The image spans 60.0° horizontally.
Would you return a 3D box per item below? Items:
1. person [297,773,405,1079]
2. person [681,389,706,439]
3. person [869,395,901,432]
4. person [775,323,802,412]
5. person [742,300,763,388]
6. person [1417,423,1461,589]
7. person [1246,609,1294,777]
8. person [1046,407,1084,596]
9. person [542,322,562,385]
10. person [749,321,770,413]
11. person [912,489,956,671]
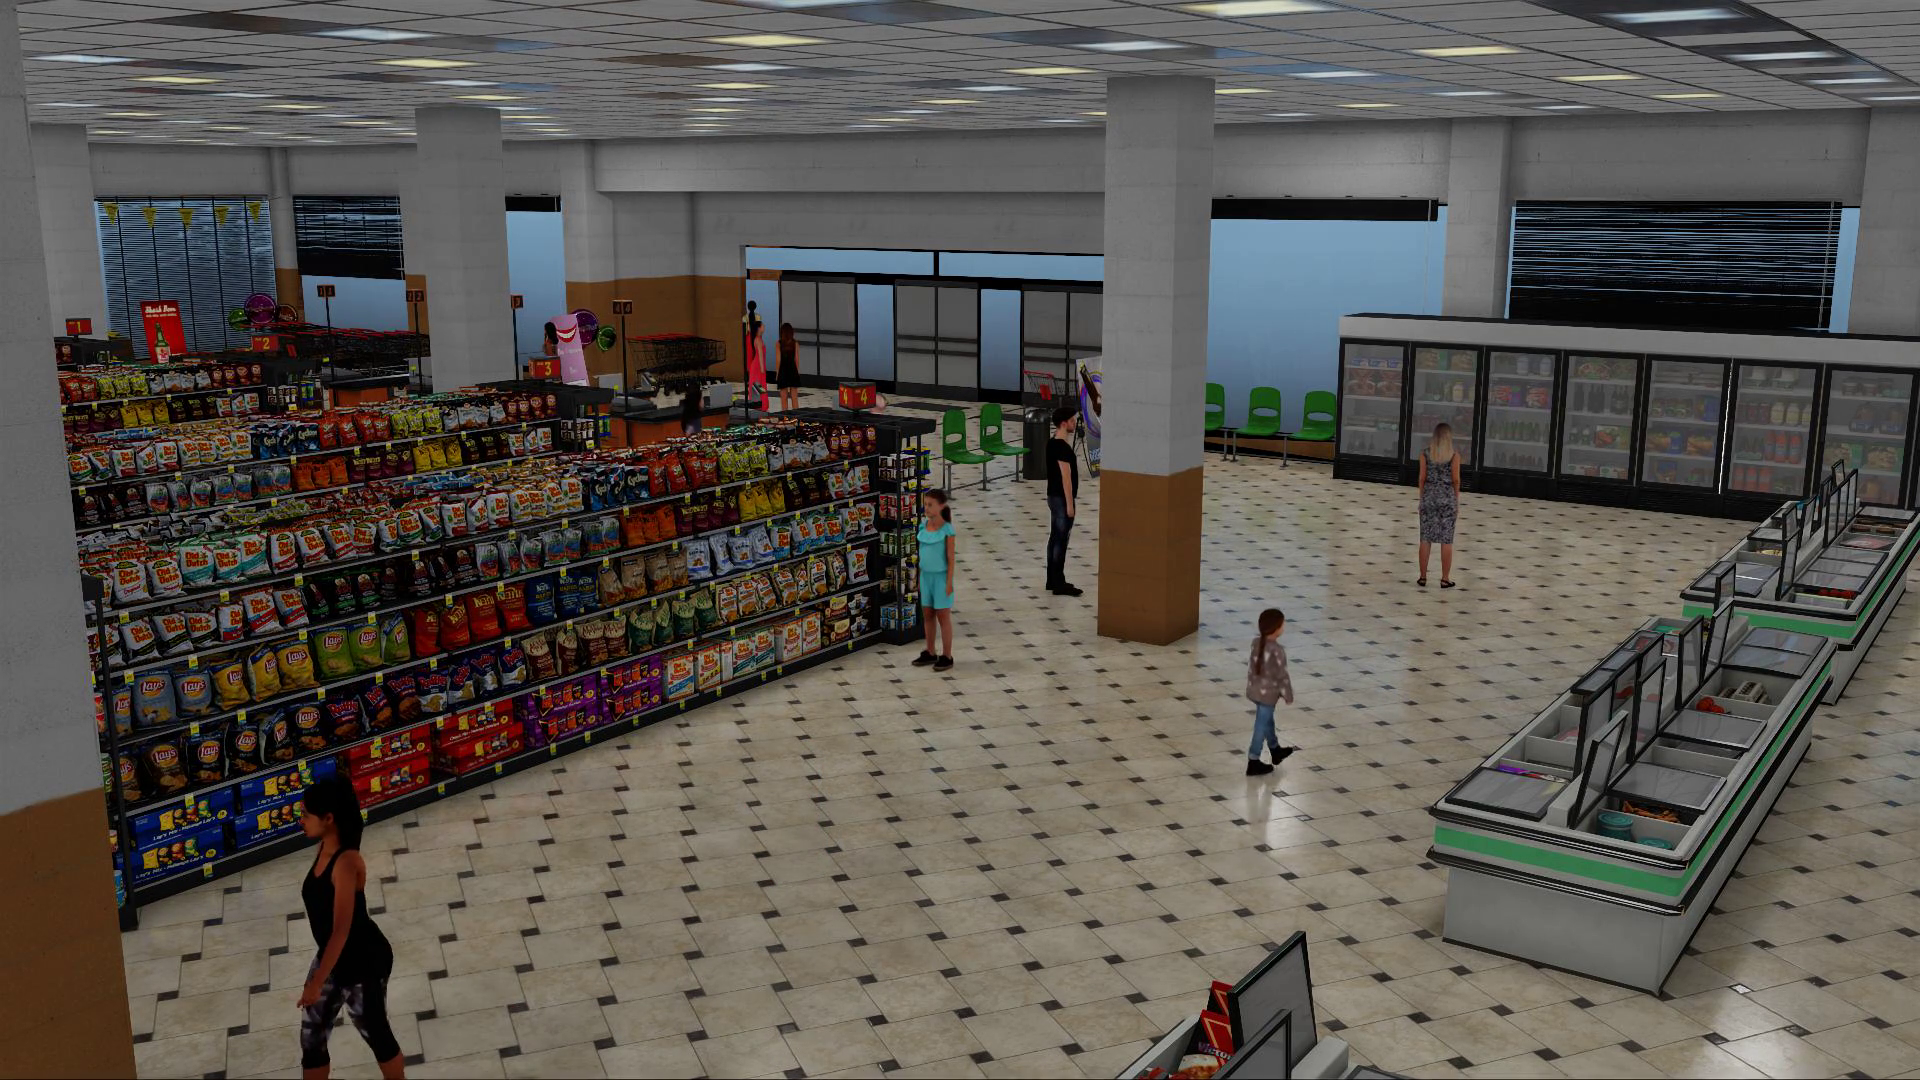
[{"bbox_3d":[-2.517,1.779,7.089,0.890,1.647,0.674,-11,16,-42],"label":"person"},{"bbox_3d":[-3.243,-0.926,19.936,1.218,1.647,1.027,-5,13,-22],"label":"person"},{"bbox_3d":[-0.898,-0.710,18.481,0.675,1.823,0.828,-8,14,-33],"label":"person"},{"bbox_3d":[-2.925,-2.766,28.221,0.636,1.834,0.729,-5,13,-21],"label":"person"},{"bbox_3d":[-4.304,-4.078,34.550,0.631,1.793,0.736,-5,13,-23],"label":"person"},{"bbox_3d":[4.913,-0.359,17.103,0.577,1.704,0.516,7,14,29],"label":"person"},{"bbox_3d":[2.086,1.068,11.598,0.785,1.180,0.673,-6,13,-27],"label":"person"},{"bbox_3d":[1.024,-0.405,16.855,0.812,1.897,0.758,-2,12,-11],"label":"person"},{"bbox_3d":[-7.551,-3.215,30.813,0.784,1.645,0.639,2,12,7],"label":"person"},{"bbox_3d":[-3.642,-3.104,30.088,0.753,1.726,0.713,-4,12,-17],"label":"person"},{"bbox_3d":[-0.199,0.327,14.200,0.567,1.558,0.547,10,16,41],"label":"person"}]
